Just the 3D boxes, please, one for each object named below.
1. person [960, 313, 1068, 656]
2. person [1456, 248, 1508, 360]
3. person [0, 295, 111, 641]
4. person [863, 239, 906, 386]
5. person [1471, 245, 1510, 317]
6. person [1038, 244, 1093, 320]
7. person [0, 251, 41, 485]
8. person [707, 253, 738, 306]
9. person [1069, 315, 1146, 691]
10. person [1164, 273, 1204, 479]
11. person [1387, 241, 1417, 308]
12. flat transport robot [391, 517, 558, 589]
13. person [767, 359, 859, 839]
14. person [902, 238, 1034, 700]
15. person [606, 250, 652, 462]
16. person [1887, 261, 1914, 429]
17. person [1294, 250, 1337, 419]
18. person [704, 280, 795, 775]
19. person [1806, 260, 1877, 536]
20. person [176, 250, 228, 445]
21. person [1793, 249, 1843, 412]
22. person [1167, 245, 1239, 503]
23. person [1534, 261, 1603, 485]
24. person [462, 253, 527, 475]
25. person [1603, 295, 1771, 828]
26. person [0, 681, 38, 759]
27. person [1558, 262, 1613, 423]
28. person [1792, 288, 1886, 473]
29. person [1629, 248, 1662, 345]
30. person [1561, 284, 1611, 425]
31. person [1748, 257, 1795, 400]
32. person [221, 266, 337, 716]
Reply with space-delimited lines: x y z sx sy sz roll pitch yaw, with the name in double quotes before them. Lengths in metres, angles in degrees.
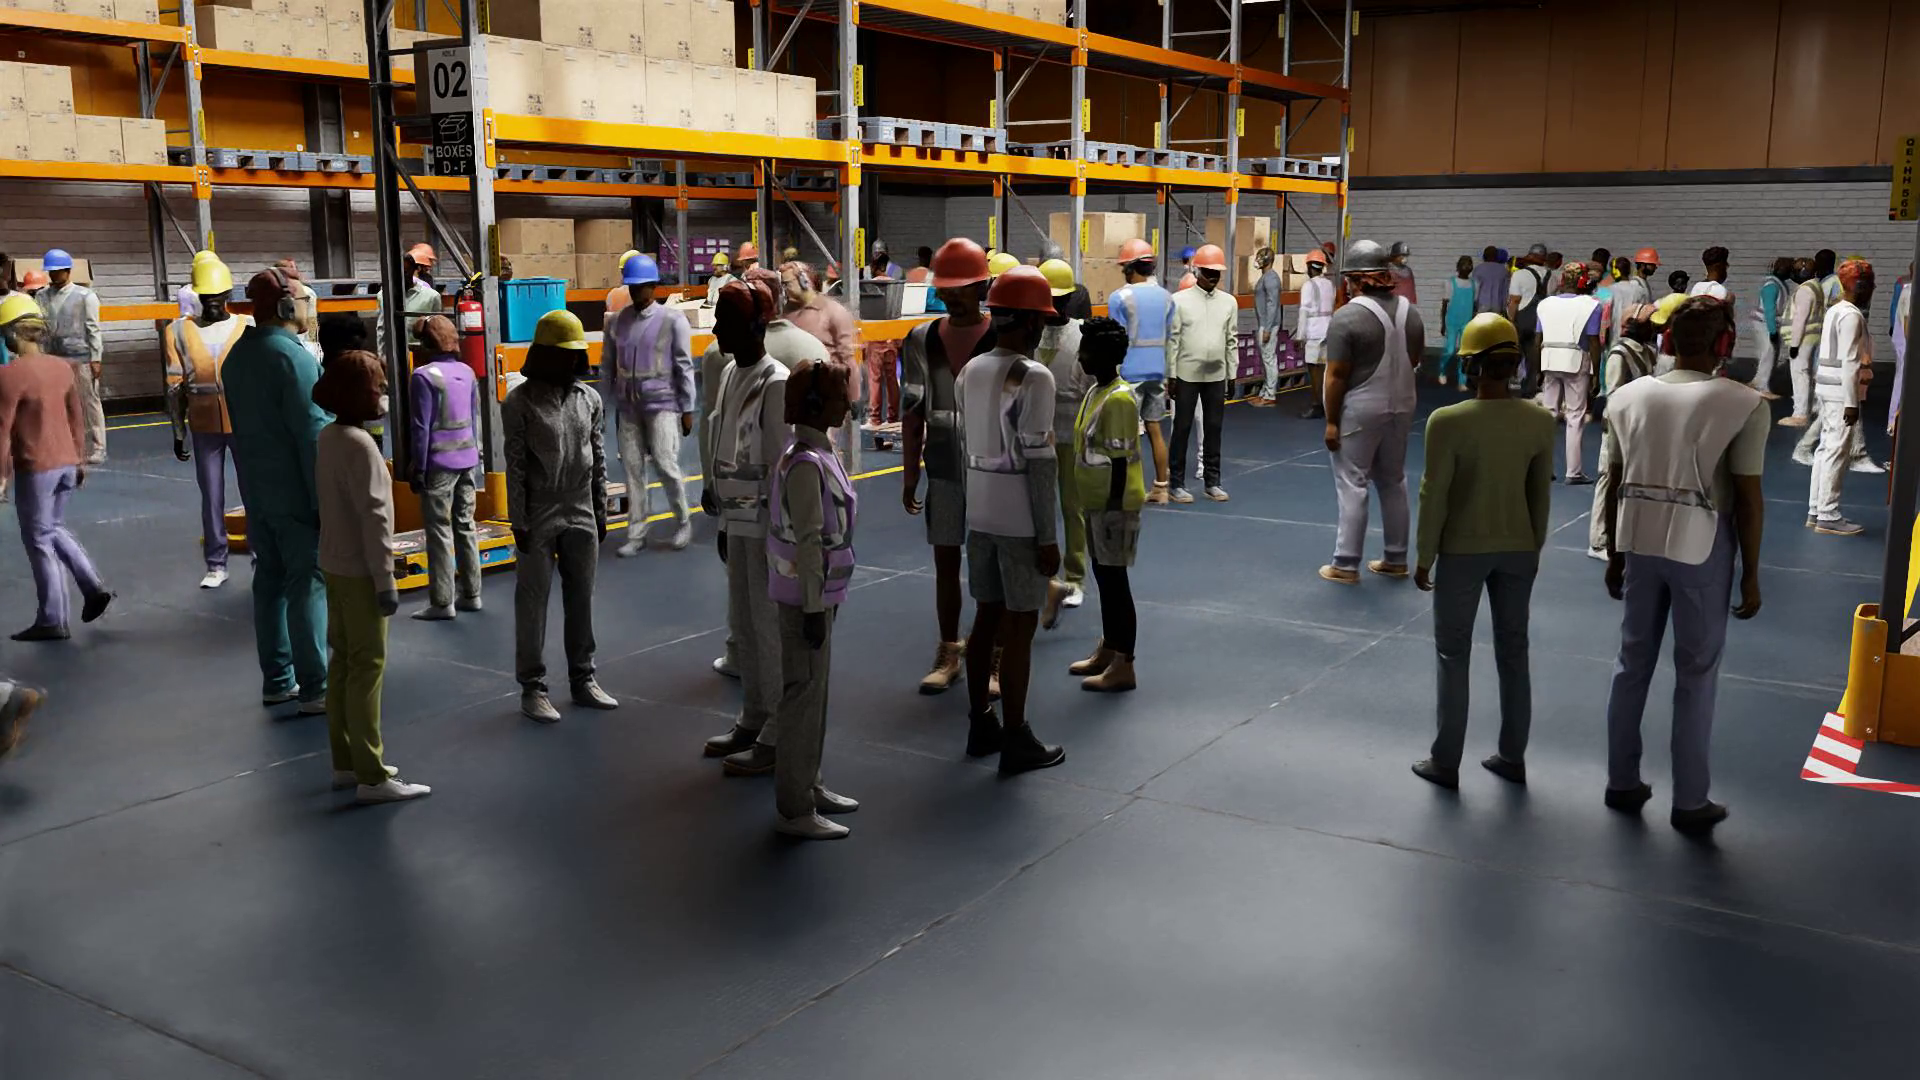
"person" 0.231 -0.273 8.167 0.642 1.680 0.535 -4 11 -20
"person" 8.602 -3.814 27.185 0.897 1.890 0.637 0 10 -3
"person" -4.665 -0.350 8.418 0.419 1.748 0.605 1 10 7
"person" -1.110 -3.145 23.054 0.683 2.000 0.536 -5 11 -25
"person" 8.416 -3.709 26.480 0.626 1.934 0.373 -1 10 -5
"person" 0.858 -1.673 14.901 0.700 2.000 1.043 3 11 16
"person" -7.920 -1.425 13.811 0.418 1.946 0.691 4 11 21
"person" -3.462 -3.239 24.145 0.594 1.837 0.404 8 13 37
"person" 0.667 -0.167 7.533 0.320 1.691 0.536 -1 10 -7
"person" 1.956 -1.390 14.157 0.569 1.744 0.350 6 12 32
"person" 6.344 -3.376 24.339 0.691 2.000 0.731 -7 12 -32
"flat transport robot" -3.122 0.066 10.168 0.652 0.197 1.431 7 12 32
"person" -0.500 0.198 5.673 0.316 1.629 0.509 0 10 -2
"person" 0.021 -0.303 7.348 0.611 2.032 0.411 4 11 20
"person" -2.977 -1.674 15.220 0.584 1.928 0.367 8 13 38
"person" 10.094 -2.065 17.659 0.357 1.835 0.516 6 12 31
"person" 4.018 -2.330 18.922 0.676 1.915 0.419 -10 14 -43
"person" -0.786 -0.044 6.353 0.365 1.877 0.586 -5 11 -26
"person" 6.109 -0.981 11.501 0.343 1.882 0.585 3 11 16
"person" -7.317 -1.850 16.216 0.373 1.921 0.585 3 11 15
"person" 10.216 -2.470 19.673 0.392 1.914 0.589 1 10 6
"person" 1.878 -1.276 12.863 0.618 1.986 0.405 -3 11 -17
"person" 5.028 -1.377 13.797 0.375 1.843 0.575 -9 14 -41
"person" -3.930 -1.499 14.307 0.639 1.910 0.407 -10 14 -43
"person" 2.480 0.078 5.772 0.386 1.836 0.563 -8 13 -37
"person" -3.681 0.027 5.943 0.619 1.871 0.567 7 13 35
"person" 6.821 -2.162 18.315 0.891 1.782 0.655 -10 14 -43
"person" 7.818 -1.468 14.700 0.811 1.706 0.498 10 14 43
"person" 7.958 -2.443 19.478 0.388 1.930 0.544 7 12 33
"person" 6.841 -2.107 18.263 0.554 1.696 0.318 5 11 26
"person" 10.327 -2.680 21.136 0.436 1.818 0.643 9 13 40
"person" -2.844 -0.204 7.123 0.644 1.911 0.409 8 13 39
